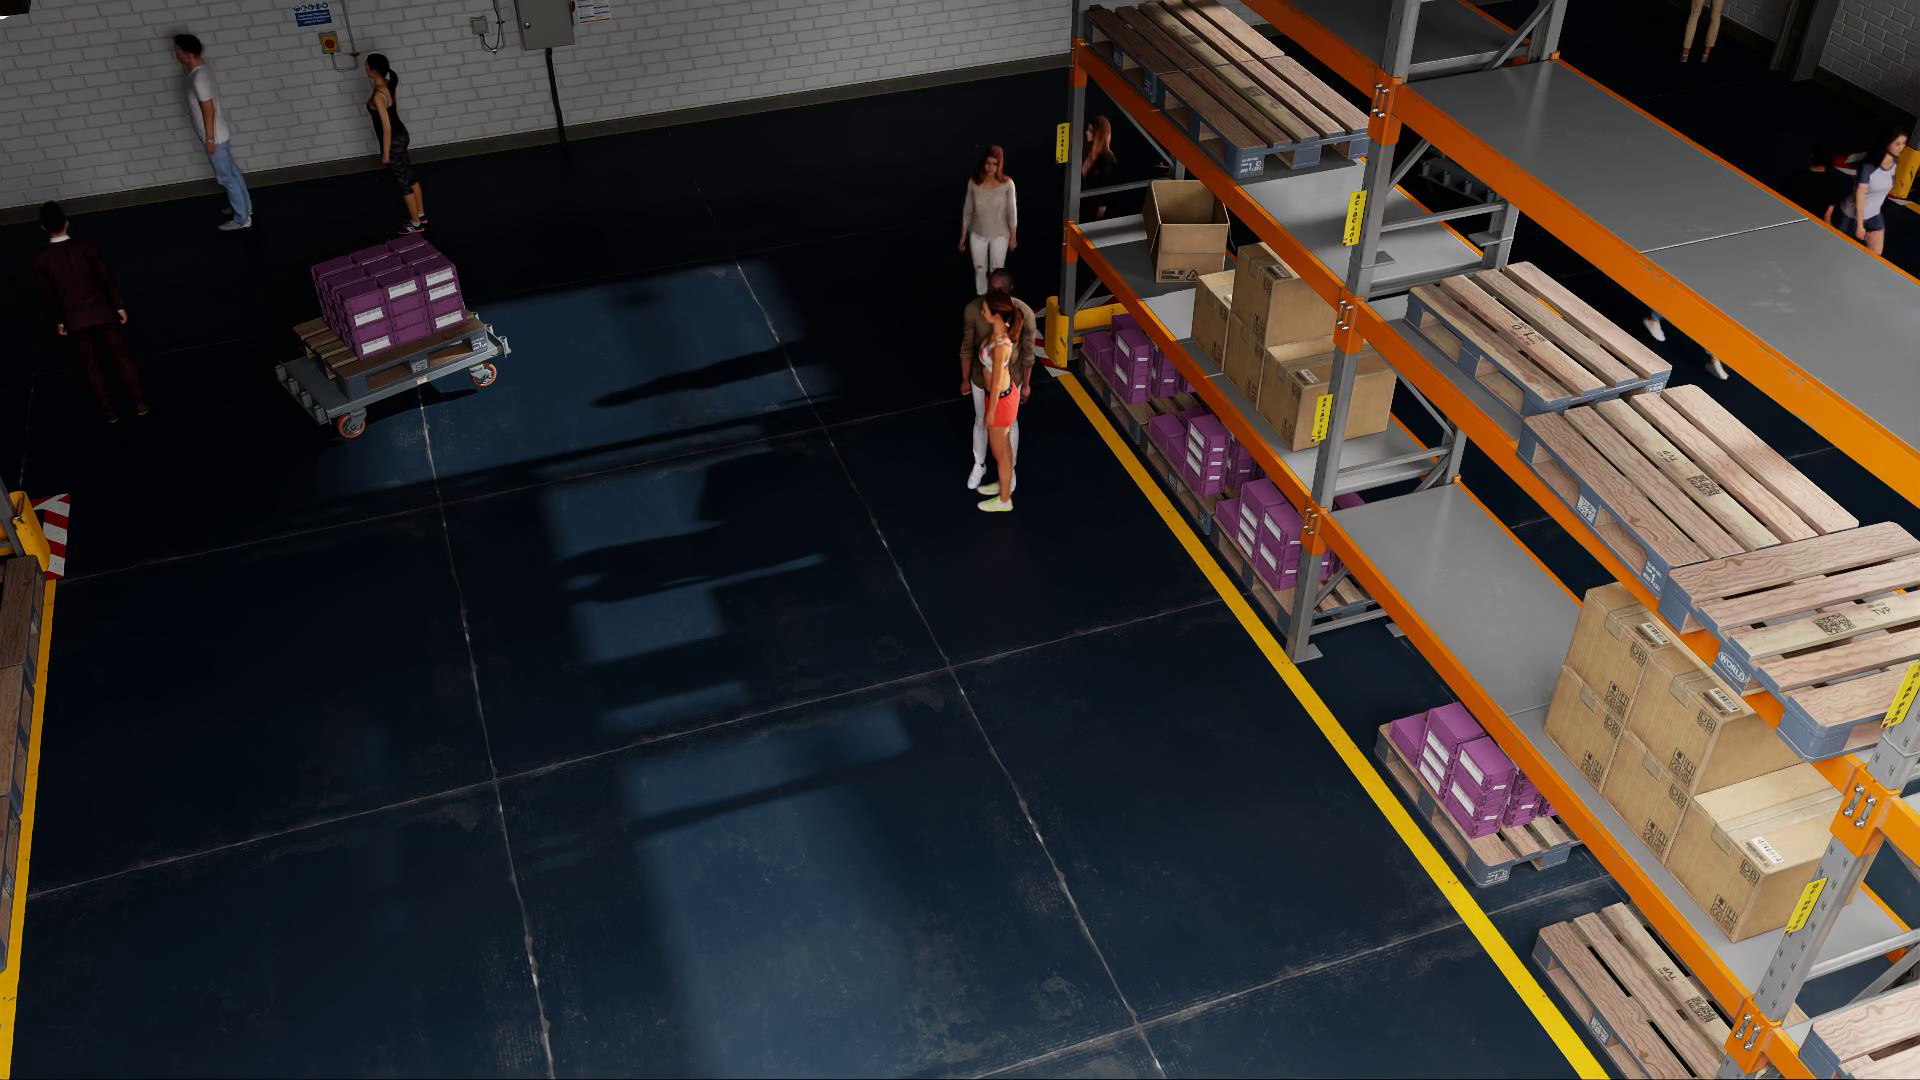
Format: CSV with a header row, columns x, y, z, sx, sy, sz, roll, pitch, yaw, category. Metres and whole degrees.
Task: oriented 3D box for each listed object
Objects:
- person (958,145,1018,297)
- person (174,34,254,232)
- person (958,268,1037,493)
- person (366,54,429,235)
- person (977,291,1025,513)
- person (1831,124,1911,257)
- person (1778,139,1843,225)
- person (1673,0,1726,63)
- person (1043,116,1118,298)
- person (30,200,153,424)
x,y,z,sx,sy,sz,roll,pitch,yaw,category
0.283,-2.623,14.125,0.790,1.694,0.845,16,41,19,person
-6.929,-3.800,15.462,0.743,1.865,0.513,-9,40,-11,person
0.272,-1.193,12.229,0.800,1.825,0.773,5,39,7,person
-5.231,-3.677,15.416,0.713,1.730,0.596,2,39,2,person
0.298,-0.998,12.014,0.711,1.789,0.614,3,39,4,person
7.728,-2.837,14.418,0.616,1.663,1.071,-16,41,-19,person
6.962,-2.453,13.896,0.879,1.712,1.218,-2,39,-2,person
8.406,-6.265,18.553,0.715,1.859,0.700,5,39,7,person
1.284,-2.868,14.451,0.699,1.670,1.067,-14,41,-17,person
-6.758,-1.758,12.904,0.705,1.866,0.631,-18,42,-21,person
